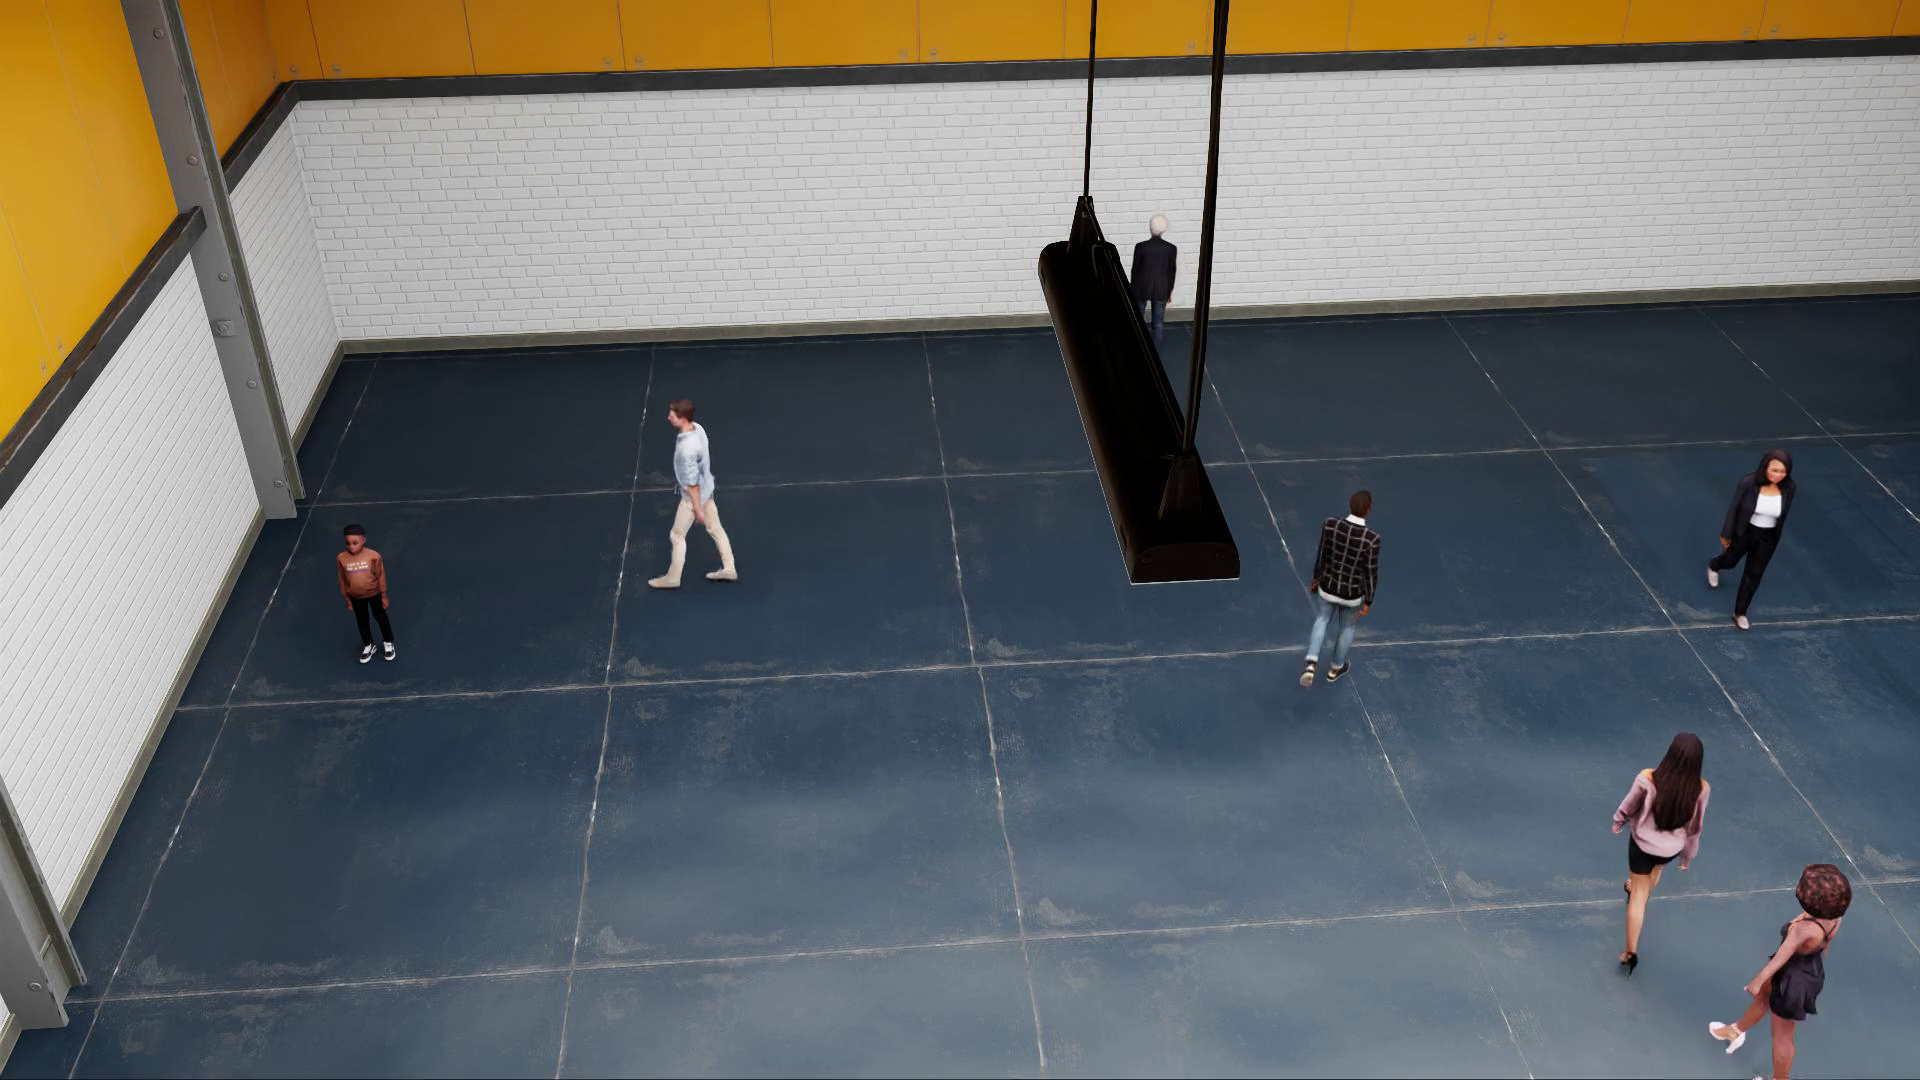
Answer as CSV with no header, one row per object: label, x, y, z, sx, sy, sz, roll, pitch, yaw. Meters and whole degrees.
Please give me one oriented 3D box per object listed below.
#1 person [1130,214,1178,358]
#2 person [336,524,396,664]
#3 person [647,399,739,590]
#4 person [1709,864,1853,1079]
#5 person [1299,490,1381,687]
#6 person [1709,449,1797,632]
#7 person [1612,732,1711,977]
person,1.951,-2.587,17.429,0.757,1.777,0.619,1,34,2
person,-4.818,0.414,13.493,0.527,1.255,0.489,-5,34,-7
person,-2.149,-0.382,14.181,0.822,1.818,0.971,3,34,4
person,4.926,2.639,9.683,0.826,1.767,0.950,-22,39,-29
person,2.941,0.427,12.976,0.969,1.804,1.062,19,38,26
person,6.621,-0.092,13.950,0.780,1.590,1.102,3,34,5
person,4.429,2.041,10.578,0.854,1.771,1.127,7,34,11
